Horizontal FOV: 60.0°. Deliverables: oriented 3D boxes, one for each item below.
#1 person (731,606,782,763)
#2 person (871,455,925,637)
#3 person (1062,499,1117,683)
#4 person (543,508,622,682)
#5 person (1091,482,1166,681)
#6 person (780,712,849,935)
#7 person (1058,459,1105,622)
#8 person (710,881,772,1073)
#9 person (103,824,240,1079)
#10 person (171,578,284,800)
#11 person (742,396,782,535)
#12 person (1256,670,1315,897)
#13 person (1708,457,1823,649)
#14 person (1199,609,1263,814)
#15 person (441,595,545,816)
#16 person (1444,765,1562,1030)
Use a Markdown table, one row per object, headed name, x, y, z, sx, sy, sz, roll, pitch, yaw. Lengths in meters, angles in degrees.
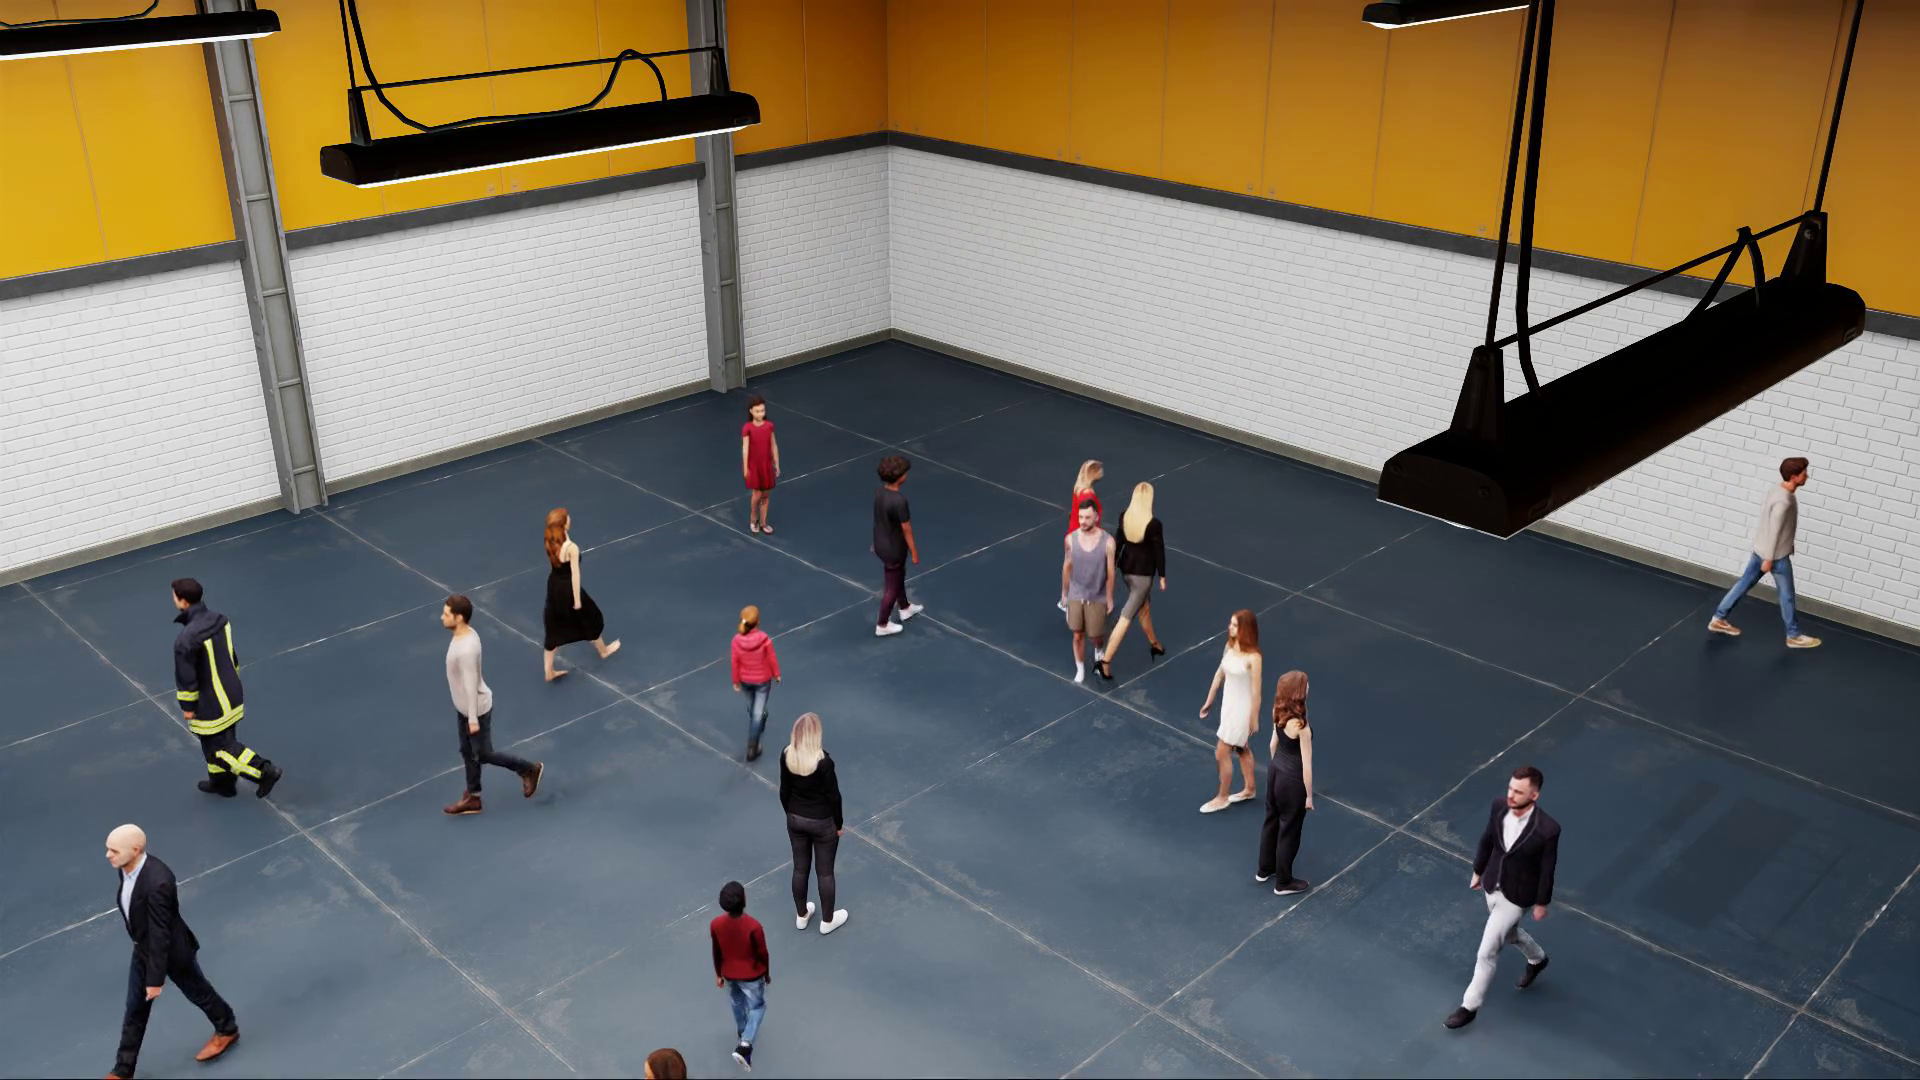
| name | x | y | z | sx | sy | sz | roll | pitch | yaw |
| --- | --- | --- | --- | --- | --- | --- | --- | --- | --- |
| person | -1.696 | 1.194 | 13.615 | 0.792 | 1.282 | 0.959 | 6 | 24 | 13 |
| person | -0.703 | 0.071 | 15.590 | 0.918 | 1.758 | 0.740 | -16 | 28 | -32 |
| person | 1.166 | 0.459 | 14.859 | 0.805 | 1.834 | 0.902 | 8 | 25 | 17 |
| person | -3.573 | 0.524 | 14.772 | 0.713 | 1.582 | 1.078 | 16 | 28 | 31 |
| person | 1.500 | 0.419 | 14.752 | 1.123 | 1.791 | 0.634 | -21 | 31 | -40 |
| person | -1.019 | 1.940 | 11.402 | 0.677 | 1.687 | 0.659 | 10 | 25 | 21 |
| person | 1.104 | 0.043 | 15.742 | 0.826 | 1.687 | 0.807 | -7 | 25 | -16 |
| person | -1.358 | 2.688 | 10.251 | 0.711 | 1.239 | 0.842 | 7 | 25 | 15 |
| person | -4.756 | 2.470 | 10.108 | 0.833 | 1.752 | 1.201 | 15 | 28 | 31 |
| person | -5.693 | 1.193 | 12.839 | 1.180 | 1.905 | 1.133 | 2 | 24 | 4 |
| person | -2.174 | -0.836 | 17.932 | 0.618 | 1.544 | 0.668 | -13 | 27 | -27 |
| person | 2.321 | 1.712 | 11.848 | 0.618 | 1.748 | 0.634 | -12 | 26 | -25 |
| person | 7.409 | 0.113 | 15.377 | 1.089 | 1.851 | 1.236 | 8 | 25 | 18 |
| person | 2.232 | 1.296 | 12.870 | 0.870 | 1.691 | 0.748 | -7 | 25 | -16 |
| person | -3.638 | 1.269 | 12.729 | 1.111 | 1.854 | 0.868 | -11 | 26 | -23 |
| person | 3.569 | 2.226 | 10.601 | 1.282 | 1.804 | 0.901 | -13 | 27 | -27 |
